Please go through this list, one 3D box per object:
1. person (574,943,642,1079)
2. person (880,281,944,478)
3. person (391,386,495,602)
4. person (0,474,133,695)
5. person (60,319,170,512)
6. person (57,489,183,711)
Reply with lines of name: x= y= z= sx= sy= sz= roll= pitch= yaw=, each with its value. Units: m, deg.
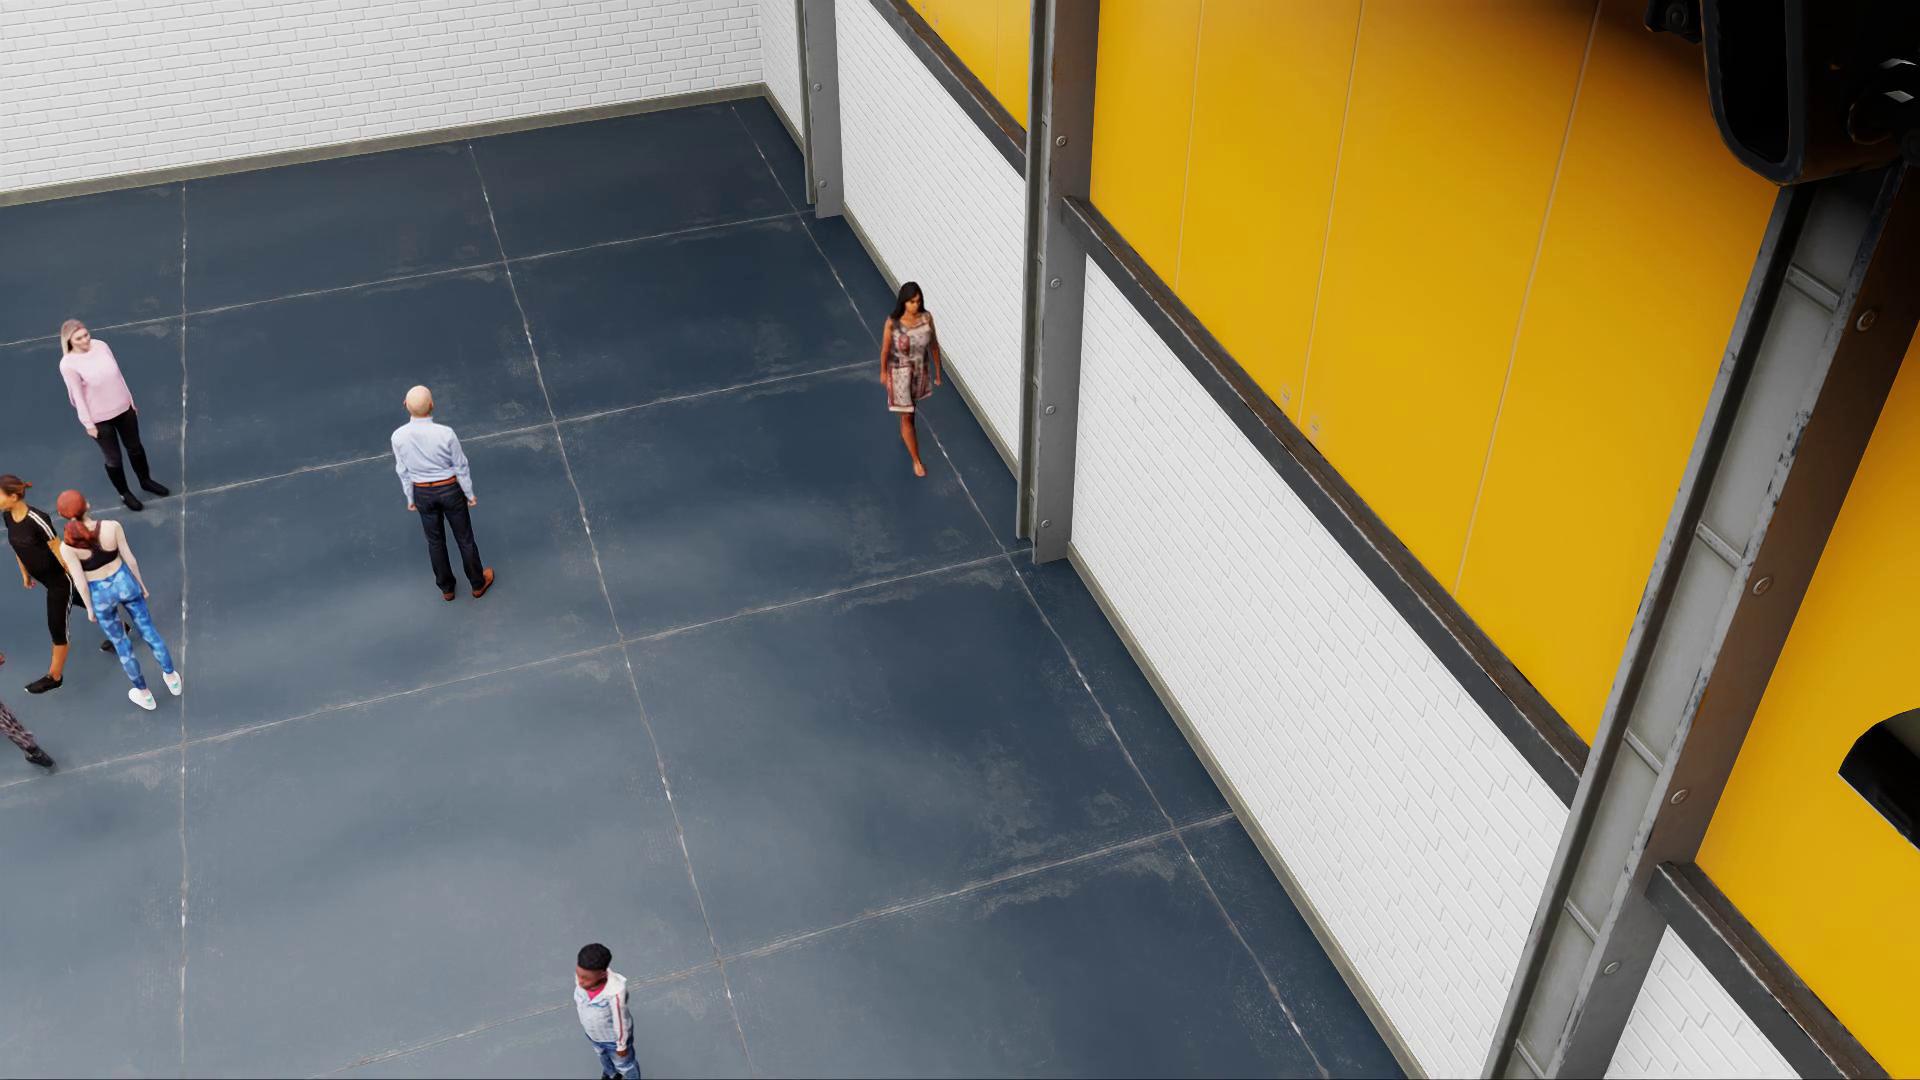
person: x=-1.862 y=2.563 z=8.825 sx=0.554 sy=1.259 sz=0.625 roll=24 pitch=44 yaw=27
person: x=-0.440 y=-1.409 z=13.518 sx=0.646 sy=1.609 sz=1.009 roll=-14 pitch=41 yaw=-17
person: x=-3.763 y=-0.329 z=12.021 sx=0.694 sy=1.789 sz=0.628 roll=-4 pitch=39 yaw=-5
person: x=-6.196 y=0.197 z=11.496 sx=1.091 sy=1.622 sz=1.096 roll=19 pitch=42 yaw=22
person: x=-6.645 y=-1.001 z=12.946 sx=0.739 sy=1.684 sz=0.685 roll=18 pitch=42 yaw=21
person: x=-5.643 y=0.394 z=11.119 sx=0.684 sy=1.786 sz=0.652 roll=32 pitch=48 yaw=33
